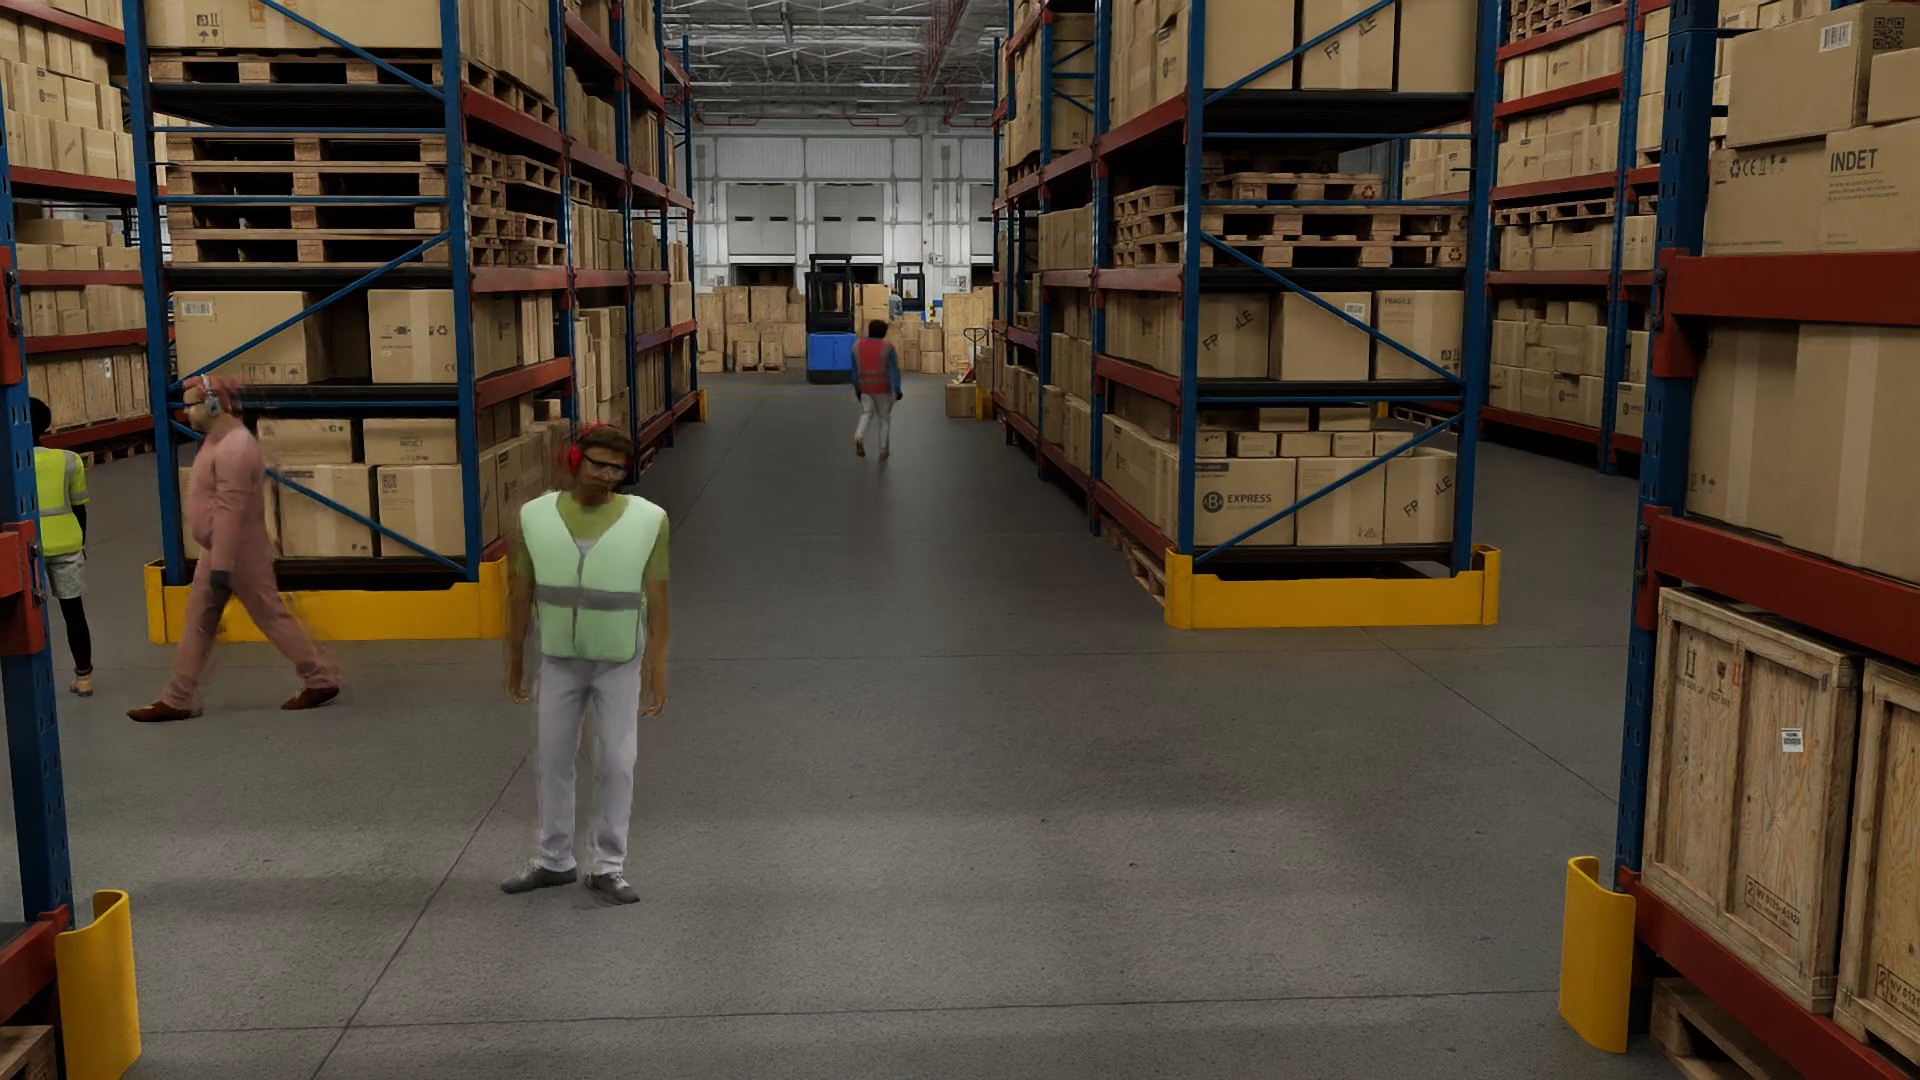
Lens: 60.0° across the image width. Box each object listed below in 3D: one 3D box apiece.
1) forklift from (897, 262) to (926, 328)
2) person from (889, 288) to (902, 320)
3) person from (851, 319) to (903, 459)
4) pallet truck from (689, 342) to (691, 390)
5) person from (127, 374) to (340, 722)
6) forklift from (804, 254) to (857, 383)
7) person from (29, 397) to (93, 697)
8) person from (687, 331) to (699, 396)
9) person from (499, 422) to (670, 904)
[{"bbox_3d":[-1.780,-8.547,59.499,1.129,2.768,1.873,-1,9,-4],"label":"forklift"},{"bbox_3d":[-2.301,-7.827,57.980,0.635,1.929,0.387,3,10,20],"label":"person"},{"bbox_3d":[-1.069,-1.914,21.202,0.654,1.811,0.595,3,10,20],"label":"person"},{"bbox_3d":[-5.225,-3.008,27.480,1.885,1.965,0.823,2,9,14],"label":"pallet truck"},{"bbox_3d":[-3.848,0.045,8.815,1.034,1.852,0.649,-6,11,-33],"label":"person"},{"bbox_3d":[-2.846,-4.899,36.594,1.129,2.768,1.873,-1,9,-8],"label":"forklift"},{"bbox_3d":[-5.048,0.063,9.138,0.319,1.697,0.533,7,12,38],"label":"person"},{"bbox_3d":[-5.304,-3.646,32.434,0.530,1.695,0.321,6,11,34],"label":"person"},{"bbox_3d":[-1.435,0.463,6.264,0.714,1.818,0.382,0,9,1],"label":"person"}]
